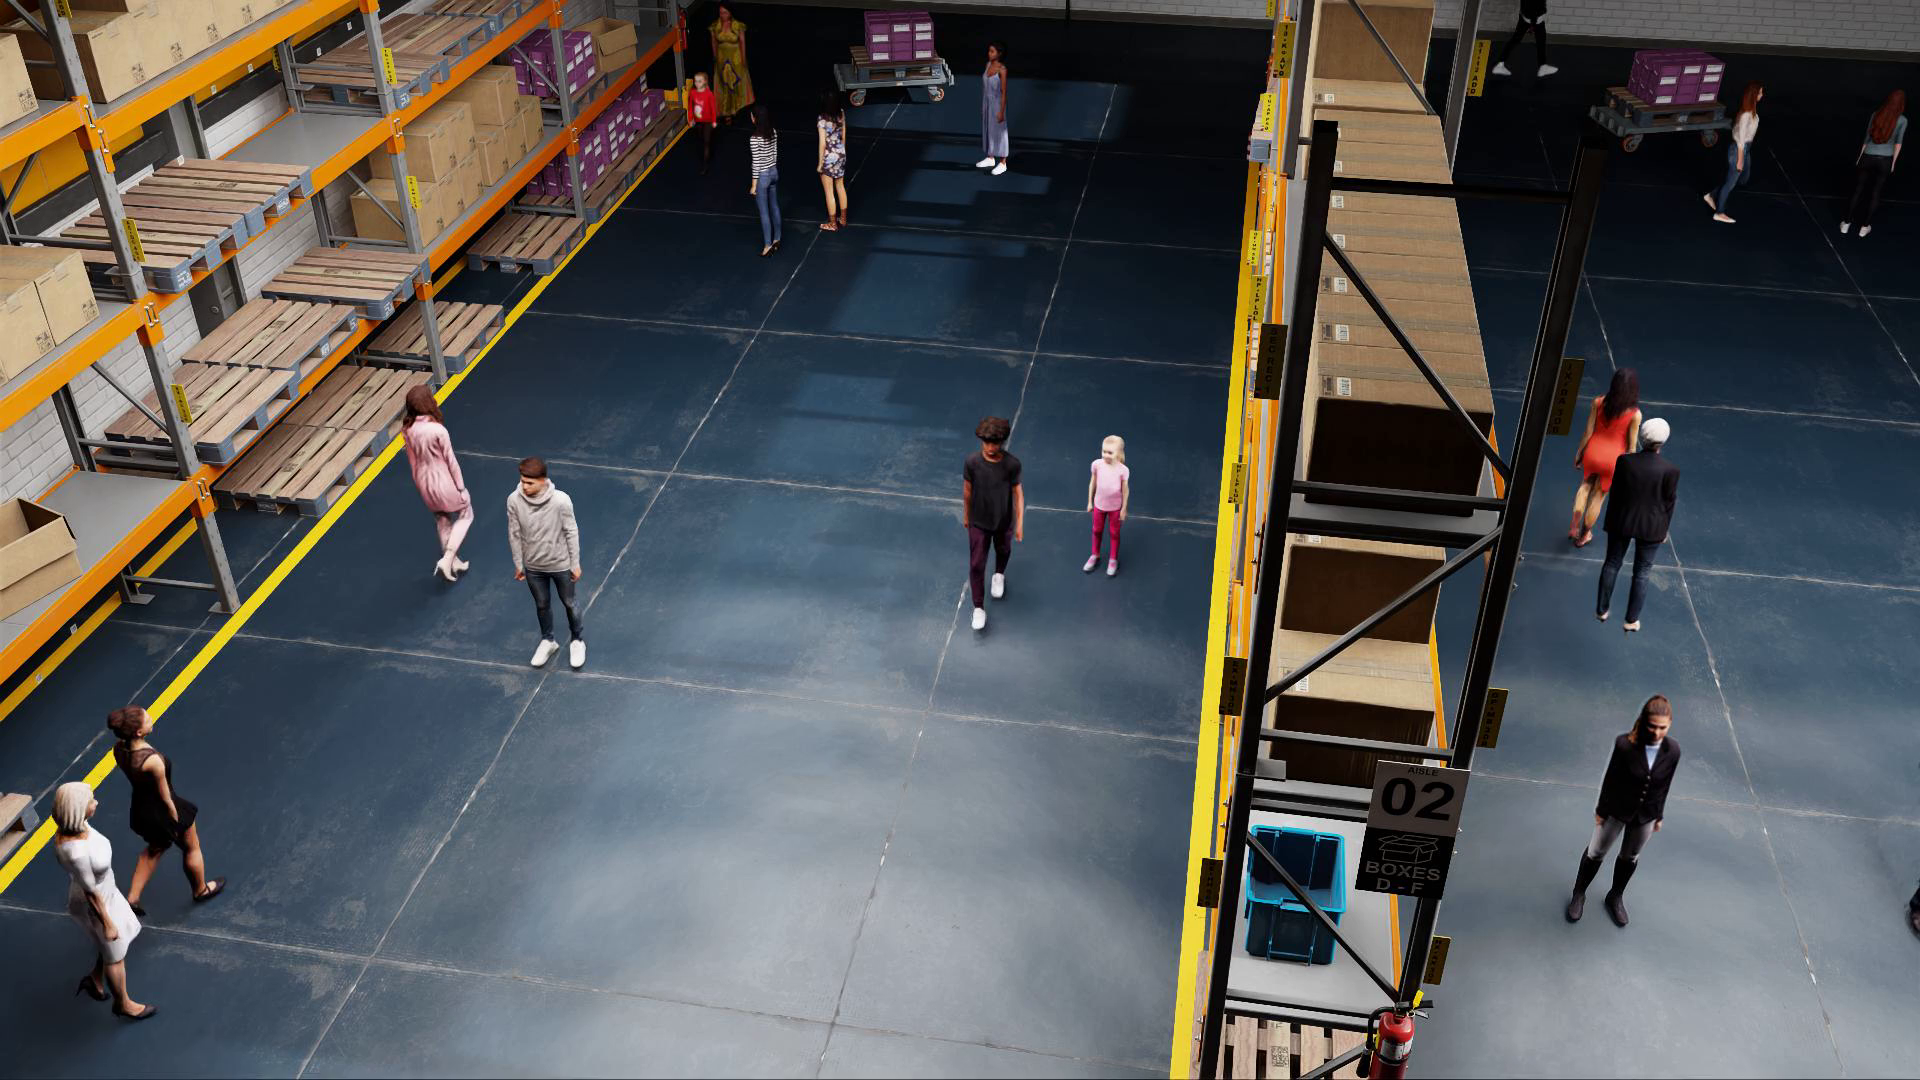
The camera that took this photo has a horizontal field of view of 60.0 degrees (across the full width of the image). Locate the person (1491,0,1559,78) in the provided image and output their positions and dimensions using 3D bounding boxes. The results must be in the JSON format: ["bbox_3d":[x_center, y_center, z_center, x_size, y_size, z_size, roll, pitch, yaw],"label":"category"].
[{"bbox_3d":[8.295,-7.652,24.418,1.087,1.774,1.260,-8,34,-12],"label":"person"}]

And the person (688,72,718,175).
[{"bbox_3d":[-3.310,-5.450,21.572,0.510,1.256,0.910,6,34,10],"label":"person"}]

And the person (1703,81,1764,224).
[{"bbox_3d":[9.258,-4.655,19.959,0.784,1.719,0.738,21,39,28],"label":"person"}]

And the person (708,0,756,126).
[{"bbox_3d":[-3.169,-6.665,23.073,1.022,1.618,1.408,-4,34,-7],"label":"person"}]

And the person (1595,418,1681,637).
[{"bbox_3d":[5.030,-0.094,12.251,0.810,1.778,0.742,23,40,30],"label":"person"}]

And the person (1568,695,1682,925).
[{"bbox_3d":[4.181,1.703,10.385,0.561,1.729,0.522,5,34,7],"label":"person"}]

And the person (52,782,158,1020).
[{"bbox_3d":[-5.117,2.141,9.725,0.881,1.729,0.818,-12,36,-18],"label":"person"}]

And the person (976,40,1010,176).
[{"bbox_3d":[0.454,-5.572,21.358,0.719,1.696,0.663,-22,40,-30],"label":"person"}]

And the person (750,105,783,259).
[{"bbox_3d":[-2.232,-4.116,19.076,0.694,1.797,0.532,18,38,25],"label":"person"}]

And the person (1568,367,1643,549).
[{"bbox_3d":[5.348,-0.629,13.911,0.758,1.708,0.799,24,41,32],"label":"person"}]

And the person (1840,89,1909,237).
[{"bbox_3d":[10.818,-4.461,19.647,0.639,1.739,0.652,21,39,29],"label":"person"}]

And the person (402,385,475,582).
[{"bbox_3d":[-4.254,-0.390,13.480,0.668,1.788,0.744,9,35,14],"label":"person"}]

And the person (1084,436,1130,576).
[{"bbox_3d":[1.233,-0.308,13.822,0.522,1.271,0.534,11,35,16],"label":"person"}]

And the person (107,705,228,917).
[{"bbox_3d":[-5.084,1.736,10.400,0.768,1.656,0.959,18,38,25],"label":"person"}]

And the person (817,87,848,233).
[{"bbox_3d":[-1.513,-4.521,19.743,0.733,1.733,0.623,25,41,32],"label":"person"}]

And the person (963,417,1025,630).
[{"bbox_3d":[0.272,-0.225,13.278,0.711,1.737,1.097,2,34,4],"label":"person"}]

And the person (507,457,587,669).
[{"bbox_3d":[-3.107,0.150,12.611,0.694,1.850,0.597,2,34,3],"label":"person"}]
